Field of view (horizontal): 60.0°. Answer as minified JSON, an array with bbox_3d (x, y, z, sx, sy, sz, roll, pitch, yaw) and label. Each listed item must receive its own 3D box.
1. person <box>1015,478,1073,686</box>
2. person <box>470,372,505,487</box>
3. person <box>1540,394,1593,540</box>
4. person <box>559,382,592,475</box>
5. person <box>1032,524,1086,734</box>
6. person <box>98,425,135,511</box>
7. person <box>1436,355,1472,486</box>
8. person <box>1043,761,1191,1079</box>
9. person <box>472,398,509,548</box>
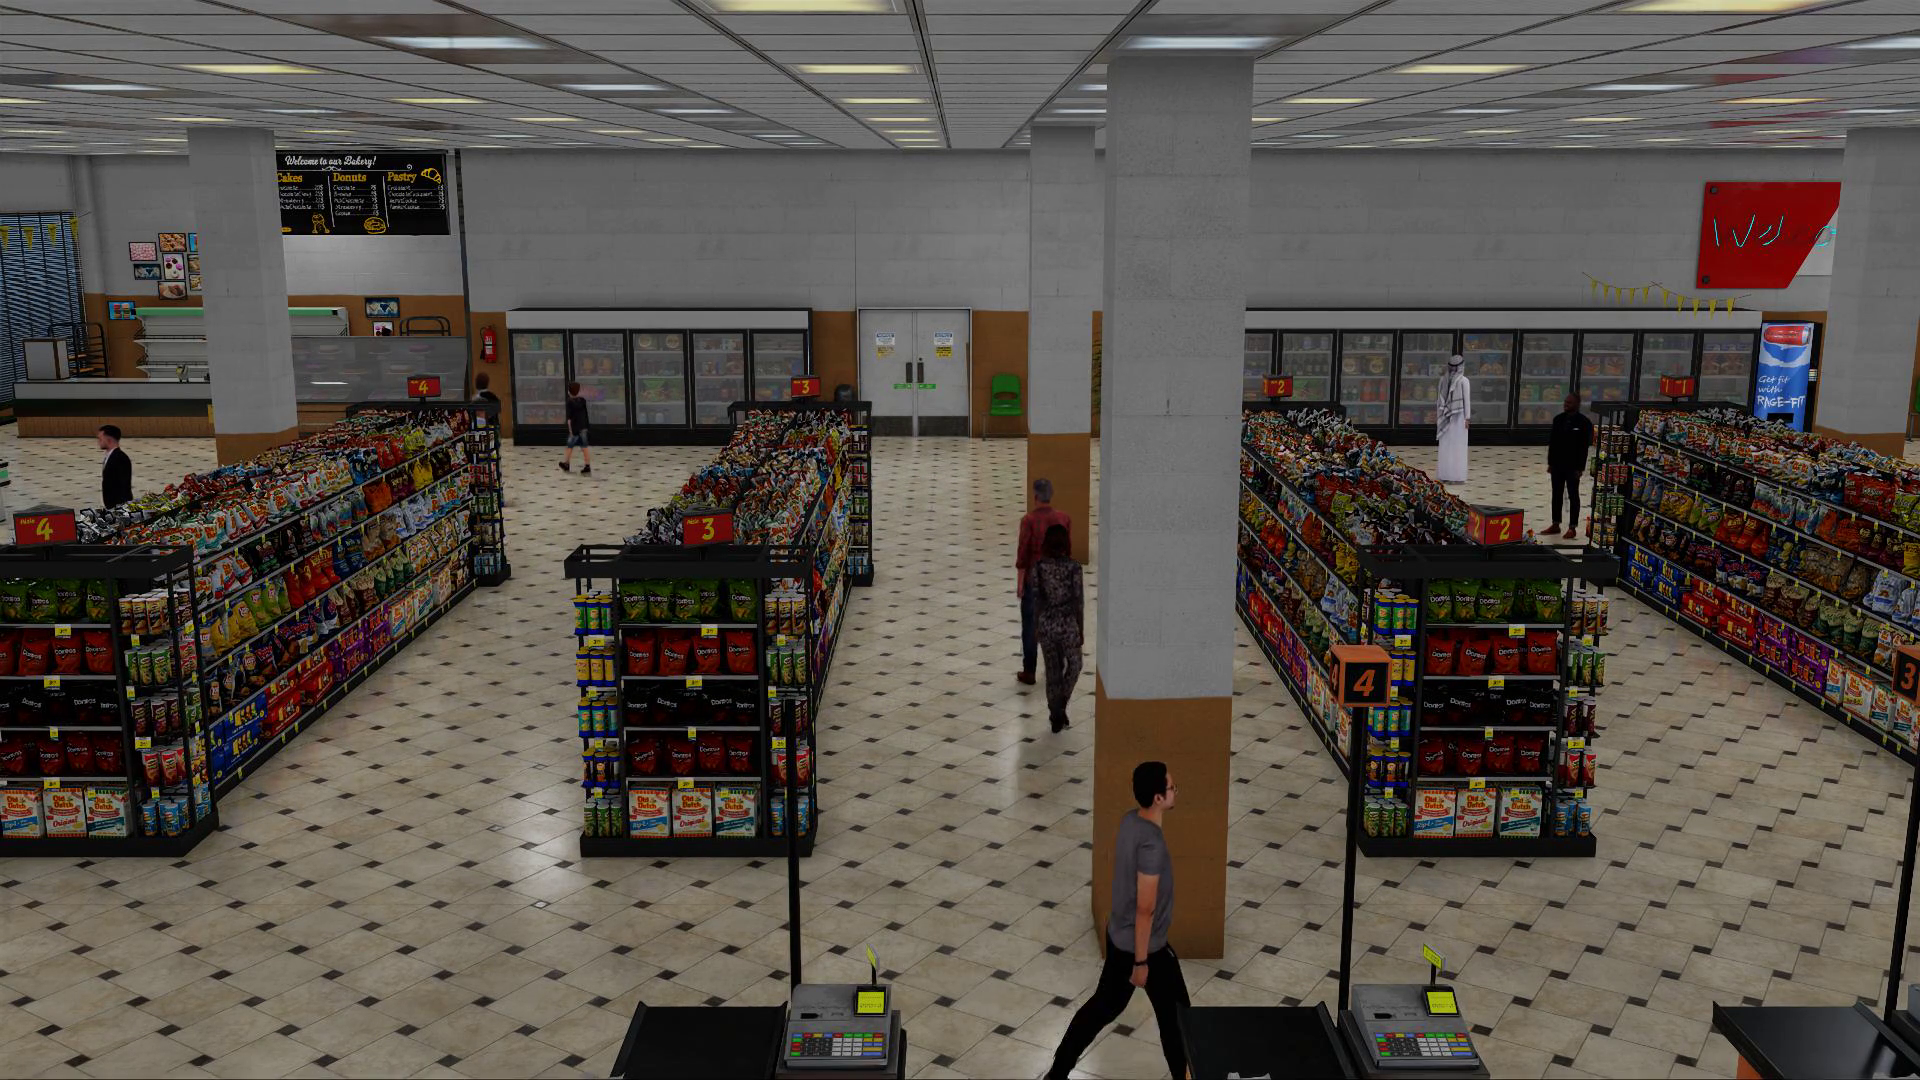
[{"bbox_3d":[0.749,0.363,14.750,0.771,1.822,0.738,-5,13,-23],"label":"person"},{"bbox_3d":[-6.597,-1.430,23.295,1.020,1.809,1.000,8,15,35],"label":"person"},{"bbox_3d":[7.659,-0.941,20.954,0.851,1.817,0.745,-8,14,-33],"label":"person"},{"bbox_3d":[-5.824,-1.683,25.463,0.920,1.411,0.995,-11,16,-42],"label":"person"},{"bbox_3d":[0.768,0.729,13.294,0.683,1.707,0.741,4,12,17],"label":"person"},{"bbox_3d":[-9.111,-0.345,18.074,0.800,1.838,0.691,-8,14,-32],"label":"person"},{"bbox_3d":[7.339,-1.794,24.738,0.856,1.927,0.794,-11,16,-43],"label":"person"},{"bbox_3d":[0.749,1.889,7.753,0.860,1.719,1.144,-3,12,-13],"label":"person"},{"bbox_3d":[-5.854,-0.842,20.458,0.832,1.827,0.718,-8,14,-33],"label":"person"}]
